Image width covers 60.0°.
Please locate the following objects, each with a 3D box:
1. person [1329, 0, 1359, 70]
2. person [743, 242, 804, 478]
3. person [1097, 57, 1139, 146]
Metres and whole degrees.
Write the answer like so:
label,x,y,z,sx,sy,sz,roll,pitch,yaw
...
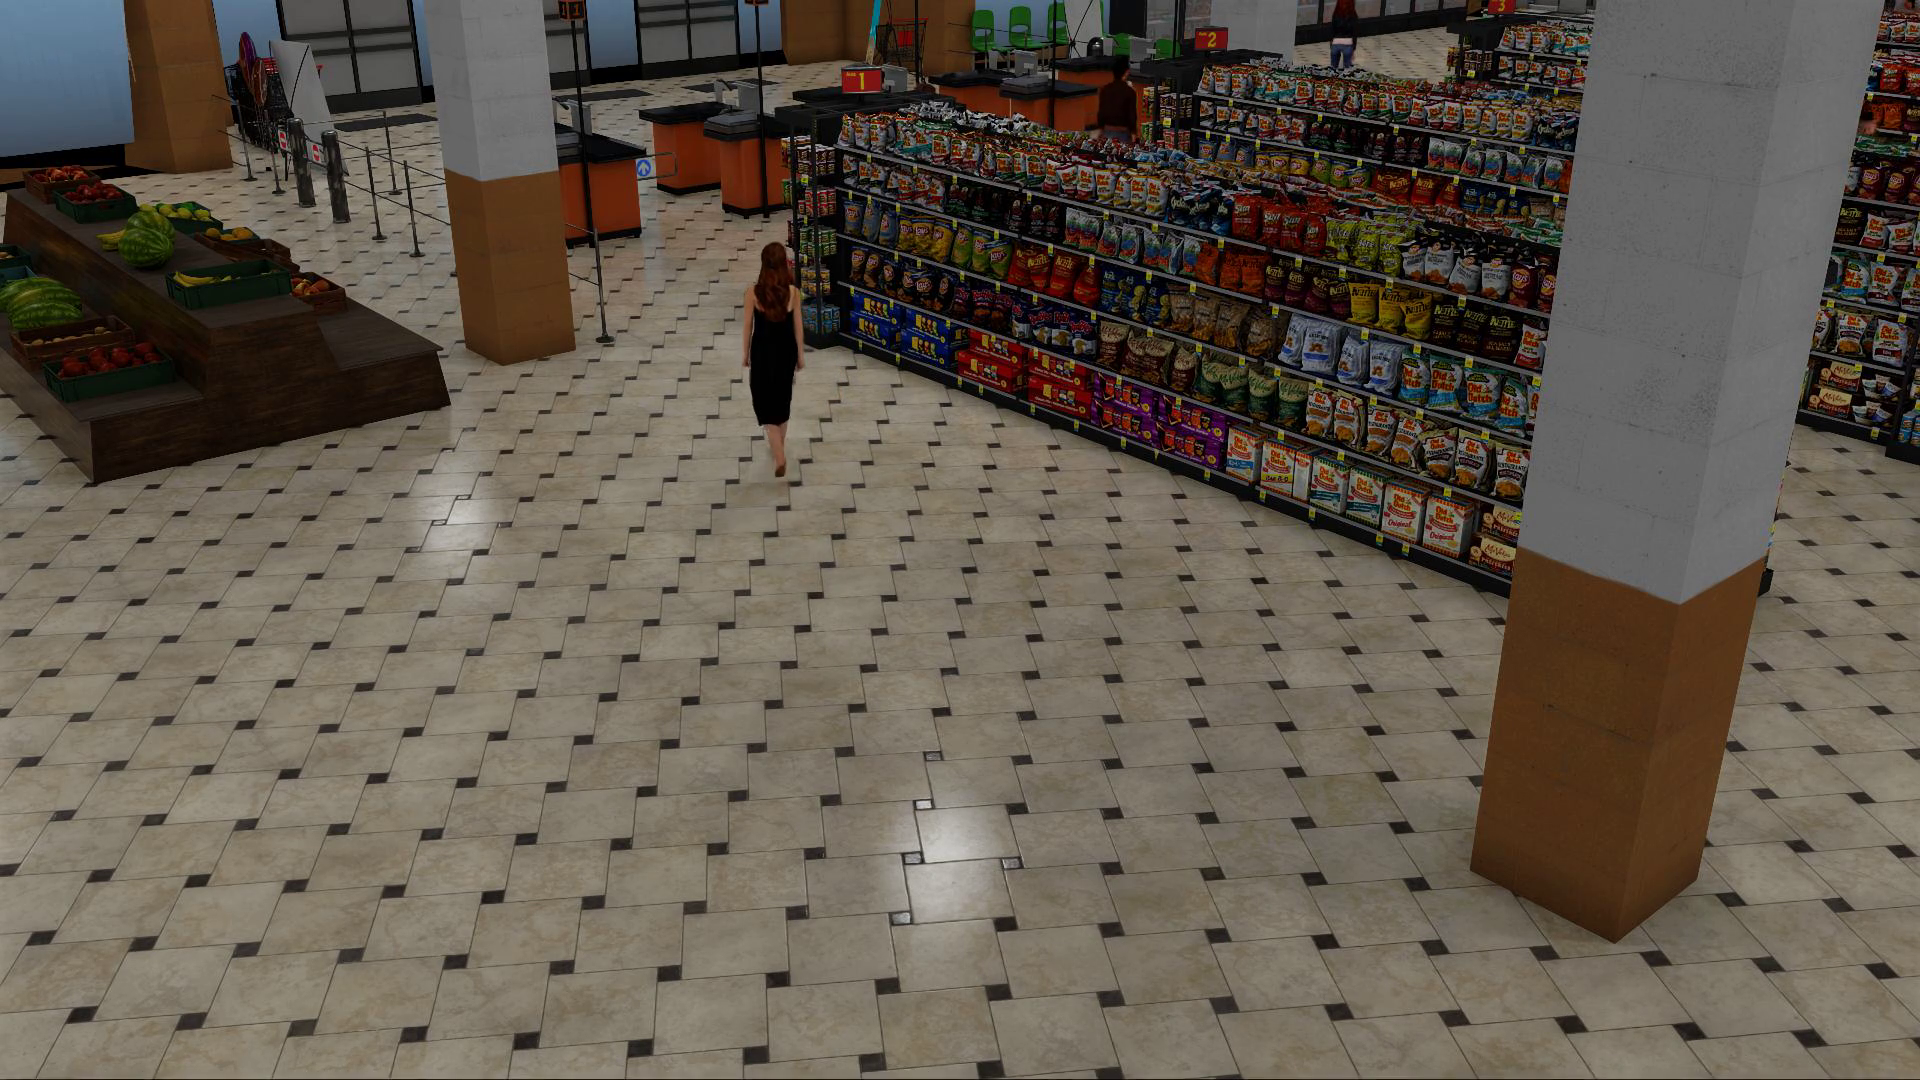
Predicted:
label,x,y,z,sx,sy,sz,roll,pitch,yaw
person,5.907,-7.558,25.712,0.534,1.787,0.683,16,28,32
person,-1.280,-1.221,11.469,0.794,1.595,1.109,-8,25,-18
person,1.738,-4.541,18.848,0.950,1.762,0.880,15,28,31
